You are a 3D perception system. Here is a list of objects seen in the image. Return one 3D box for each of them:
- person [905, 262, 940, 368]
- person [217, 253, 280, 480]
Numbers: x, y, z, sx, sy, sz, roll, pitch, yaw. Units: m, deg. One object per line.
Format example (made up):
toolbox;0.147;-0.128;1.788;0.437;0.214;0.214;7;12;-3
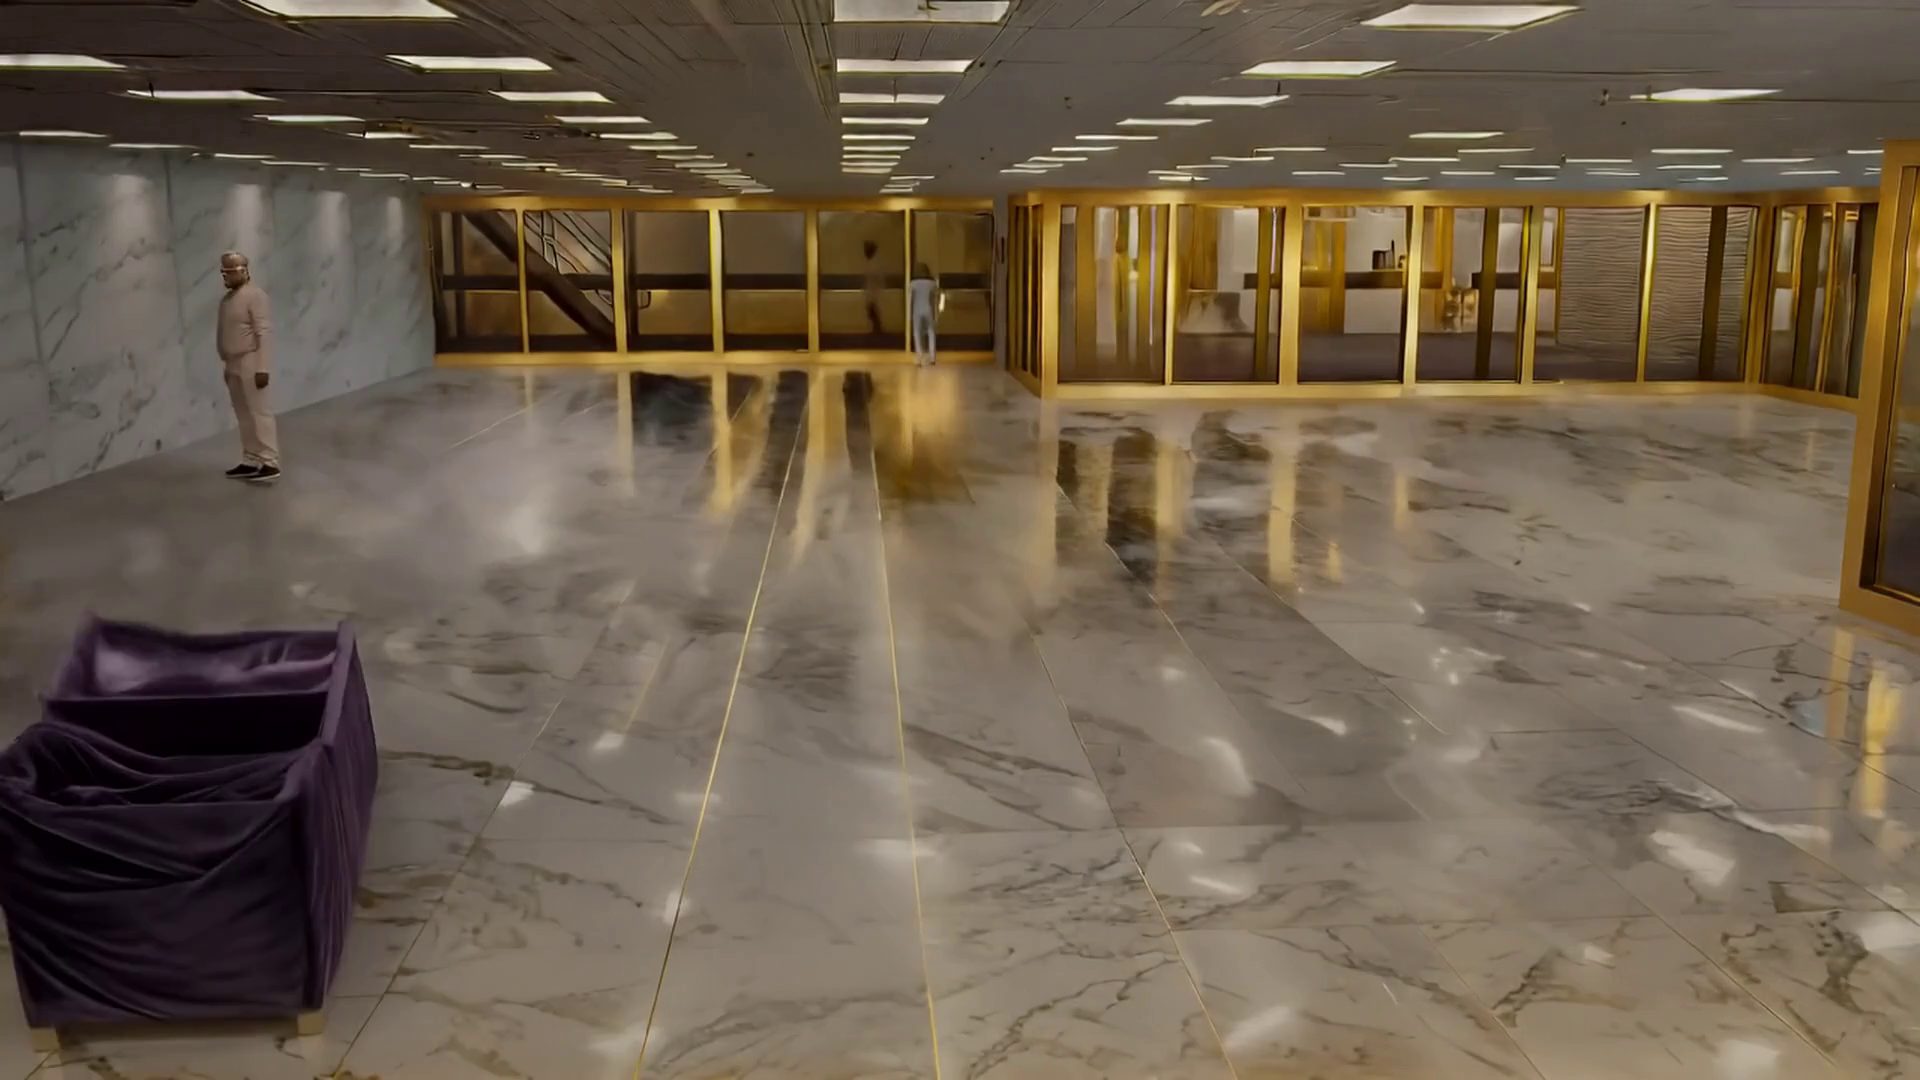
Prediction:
person;-0.571;-3.423;25.405;0.524;1.626;0.334;0;11;-2
person;-6.055;-1.460;14.062;0.651;1.906;0.401;9;14;39
